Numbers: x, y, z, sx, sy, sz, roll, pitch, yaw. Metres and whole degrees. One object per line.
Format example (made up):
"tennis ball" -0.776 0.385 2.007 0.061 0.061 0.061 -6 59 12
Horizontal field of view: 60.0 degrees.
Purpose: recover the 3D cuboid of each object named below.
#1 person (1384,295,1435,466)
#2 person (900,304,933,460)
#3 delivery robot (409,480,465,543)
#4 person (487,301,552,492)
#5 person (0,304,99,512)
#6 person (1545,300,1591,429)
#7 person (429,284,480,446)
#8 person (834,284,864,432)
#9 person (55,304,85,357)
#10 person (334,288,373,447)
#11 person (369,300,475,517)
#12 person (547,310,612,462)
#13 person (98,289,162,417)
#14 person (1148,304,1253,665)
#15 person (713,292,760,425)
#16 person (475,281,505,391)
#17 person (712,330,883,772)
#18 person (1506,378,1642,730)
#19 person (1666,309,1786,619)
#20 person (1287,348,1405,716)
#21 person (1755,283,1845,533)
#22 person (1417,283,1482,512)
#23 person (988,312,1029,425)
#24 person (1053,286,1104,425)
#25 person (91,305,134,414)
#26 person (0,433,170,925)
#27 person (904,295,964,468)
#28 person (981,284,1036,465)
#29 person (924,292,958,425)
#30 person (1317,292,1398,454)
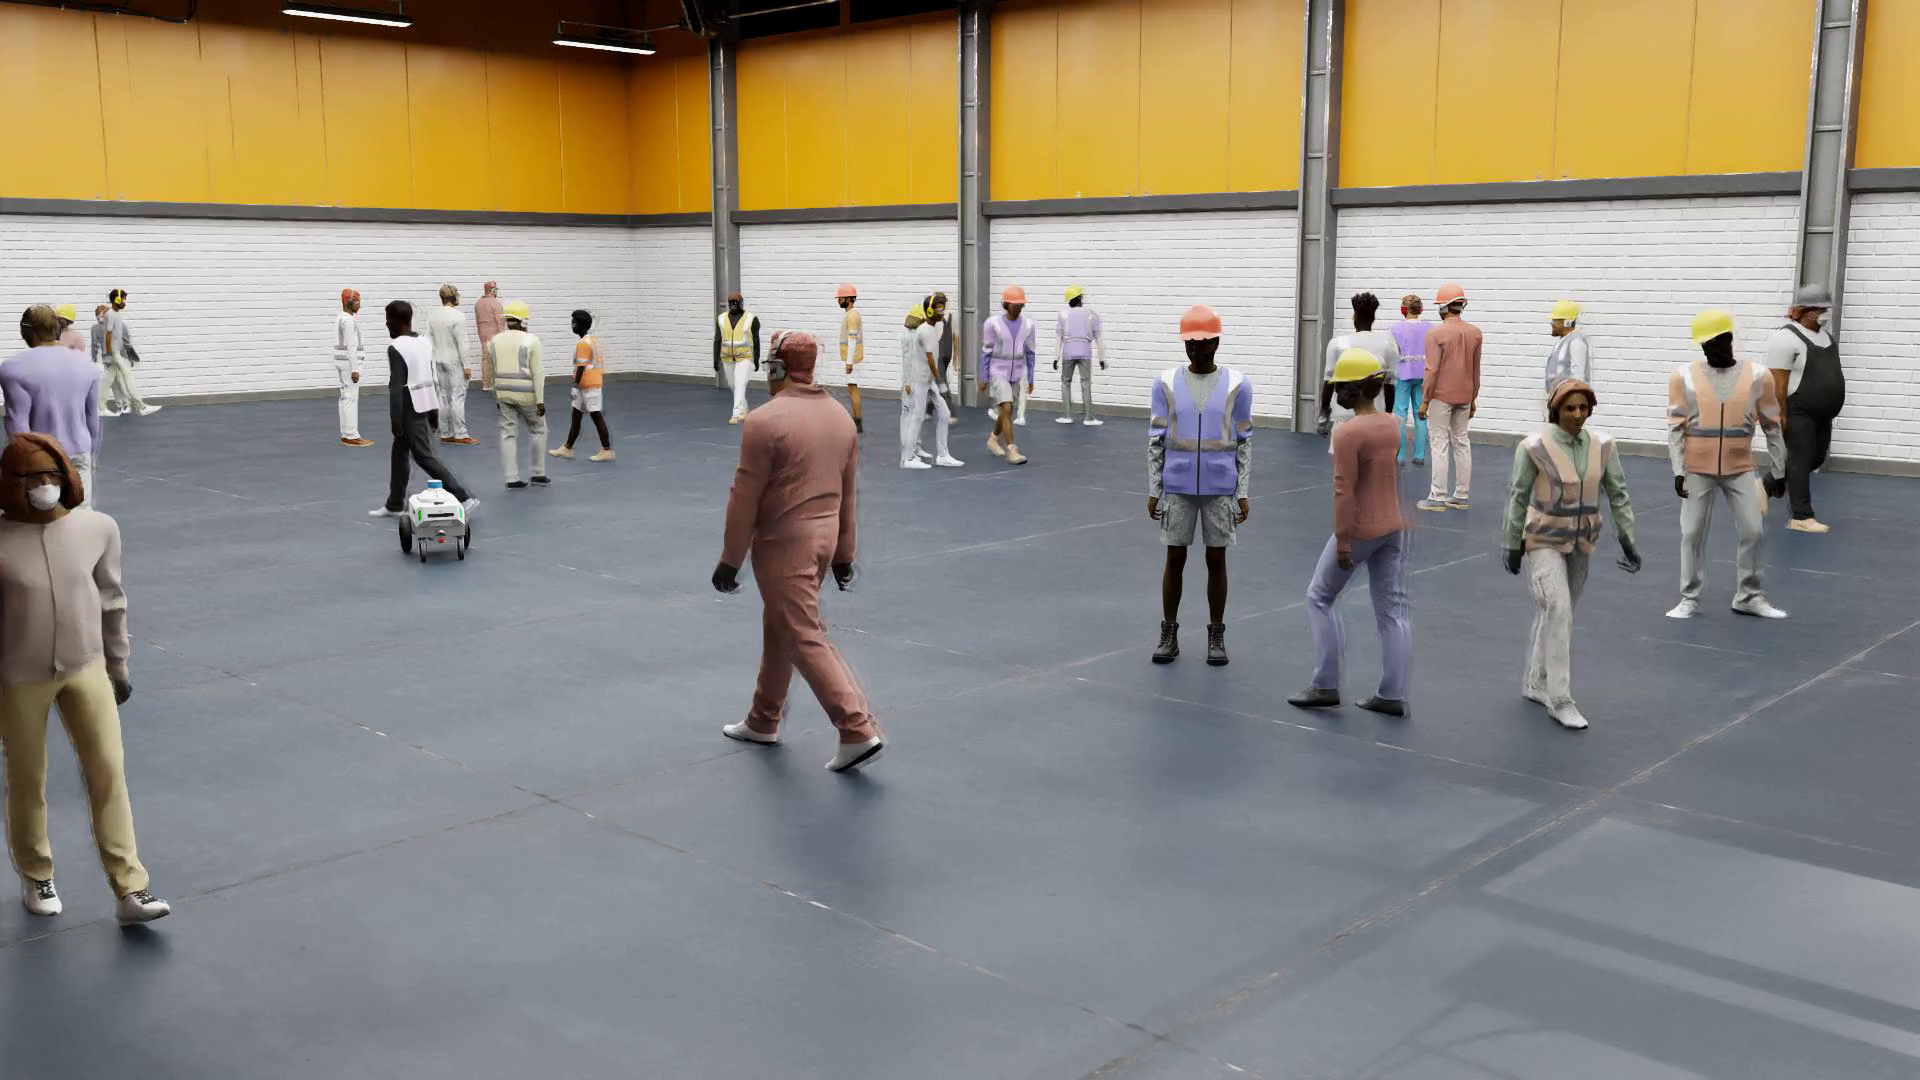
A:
"person" 4.854 -1.714 17.932 0.588 1.842 0.373 -2 10 -14
"person" -0.472 -1.754 18.506 0.311 1.735 0.484 4 10 25
"delivery robot" -3.874 -0.201 12.302 0.477 0.478 0.707 -4 10 -22
"person" -4.177 -1.378 15.945 0.627 1.810 0.639 3 10 18
"person" -5.714 -0.513 10.387 0.978 1.892 0.647 6 11 31
"person" 5.851 -1.377 15.917 0.541 1.824 0.623 0 9 2
"person" -6.086 -2.093 19.958 0.632 1.940 0.372 7 11 36
"person" -1.442 -2.359 21.640 0.378 1.933 0.544 -1 9 -6
"person" -10.345 -1.855 19.175 0.654 1.730 0.319 2 10 15
"person" -7.299 -2.060 19.914 0.358 1.886 0.574 -5 11 -30
"person" -4.574 -1.092 14.050 0.962 1.876 0.595 1 9 6
"person" -4.199 -1.673 18.184 0.794 1.660 0.557 -1 9 -9
"person" -12.022 -2.679 23.920 0.918 1.822 0.503 -5 10 -26
"person" 1.275 -0.286 8.883 0.551 1.934 0.373 2 9 11
"person" -3.075 -2.518 22.994 0.636 1.805 0.929 2 9 13
"person" -8.066 -3.509 28.737 0.641 1.908 0.407 6 11 34
"person" -0.682 0.040 7.116 0.957 1.871 0.642 5 11 30
"person" 2.870 0.062 7.757 0.531 1.608 0.741 -3 10 -17
"person" 4.637 -0.433 10.027 0.757 1.898 0.372 3 10 18
"person" 1.877 -0.034 7.938 0.545 1.746 0.632 -8 12 -39
"person" 6.841 -1.108 13.608 0.689 2.000 0.768 -5 11 -30
"person" 4.282 -1.246 14.600 0.624 1.989 0.396 -4 10 -25
"person" 0.698 -2.509 22.856 0.521 1.823 0.927 -3 10 -19
"person" 1.618 -2.497 22.629 0.711 1.895 0.455 0 9 2
"person" -12.275 -2.604 24.112 0.516 1.597 0.503 -1 9 -5
"person" -2.861 0.468 5.294 0.516 1.599 0.777 -9 13 -44
"person" -0.261 -1.655 17.585 0.767 1.836 0.515 2 10 13
"person" 0.504 -1.843 18.379 0.618 1.980 1.042 -4 10 -25
"person" -0.329 -2.494 22.838 0.535 1.795 0.970 -9 13 -43
"person" 3.218 -1.018 13.349 0.610 1.943 0.850 -2 9 -12
